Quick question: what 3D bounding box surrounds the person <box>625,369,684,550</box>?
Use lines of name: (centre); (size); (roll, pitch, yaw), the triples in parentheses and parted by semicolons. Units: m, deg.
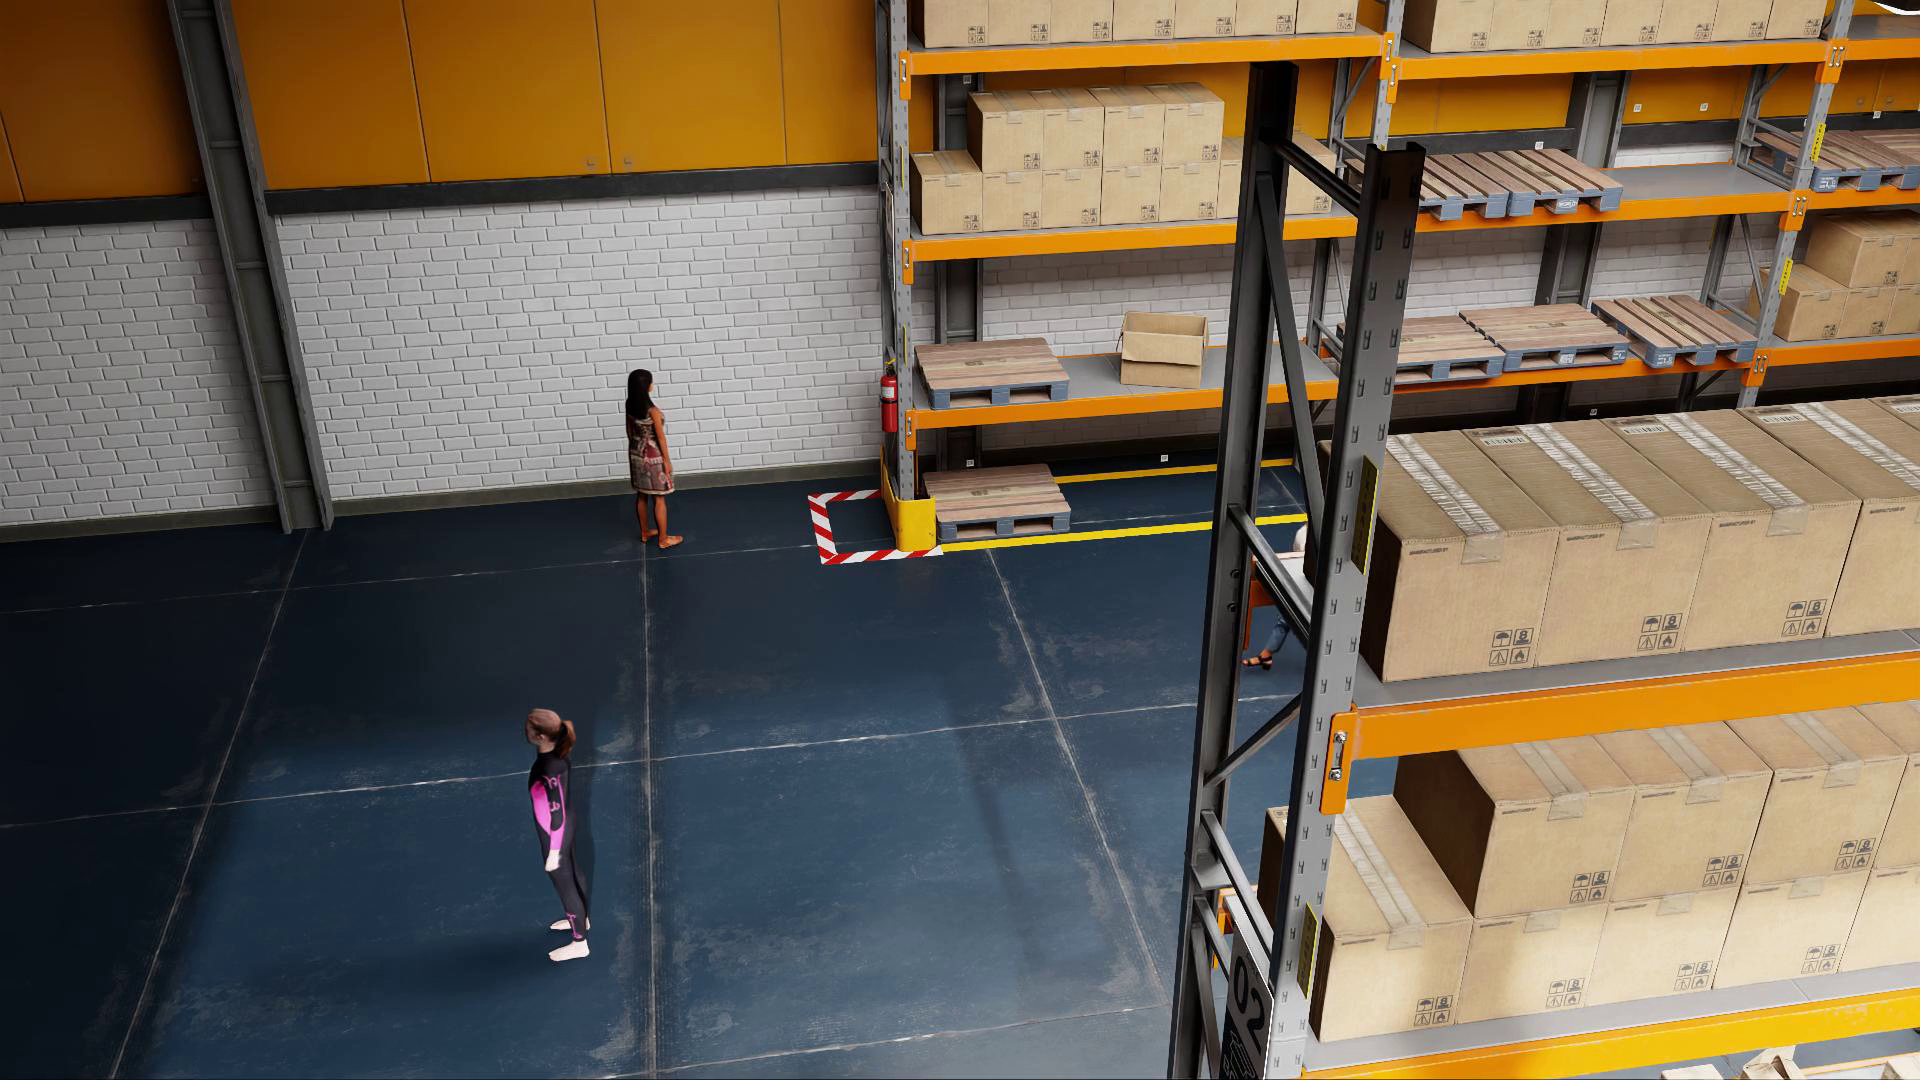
person: (-2.716, -0.717, 14.462); (0.718, 1.645, 0.762); (21, 35, 33)

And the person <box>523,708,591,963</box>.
person: (-2.385, 1.727, 9.870); (0.578, 1.752, 0.571); (-2, 29, -5)

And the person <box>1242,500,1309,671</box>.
person: (2.747, 0.349, 12.512); (1.080, 1.642, 0.693); (-1, 29, -2)
